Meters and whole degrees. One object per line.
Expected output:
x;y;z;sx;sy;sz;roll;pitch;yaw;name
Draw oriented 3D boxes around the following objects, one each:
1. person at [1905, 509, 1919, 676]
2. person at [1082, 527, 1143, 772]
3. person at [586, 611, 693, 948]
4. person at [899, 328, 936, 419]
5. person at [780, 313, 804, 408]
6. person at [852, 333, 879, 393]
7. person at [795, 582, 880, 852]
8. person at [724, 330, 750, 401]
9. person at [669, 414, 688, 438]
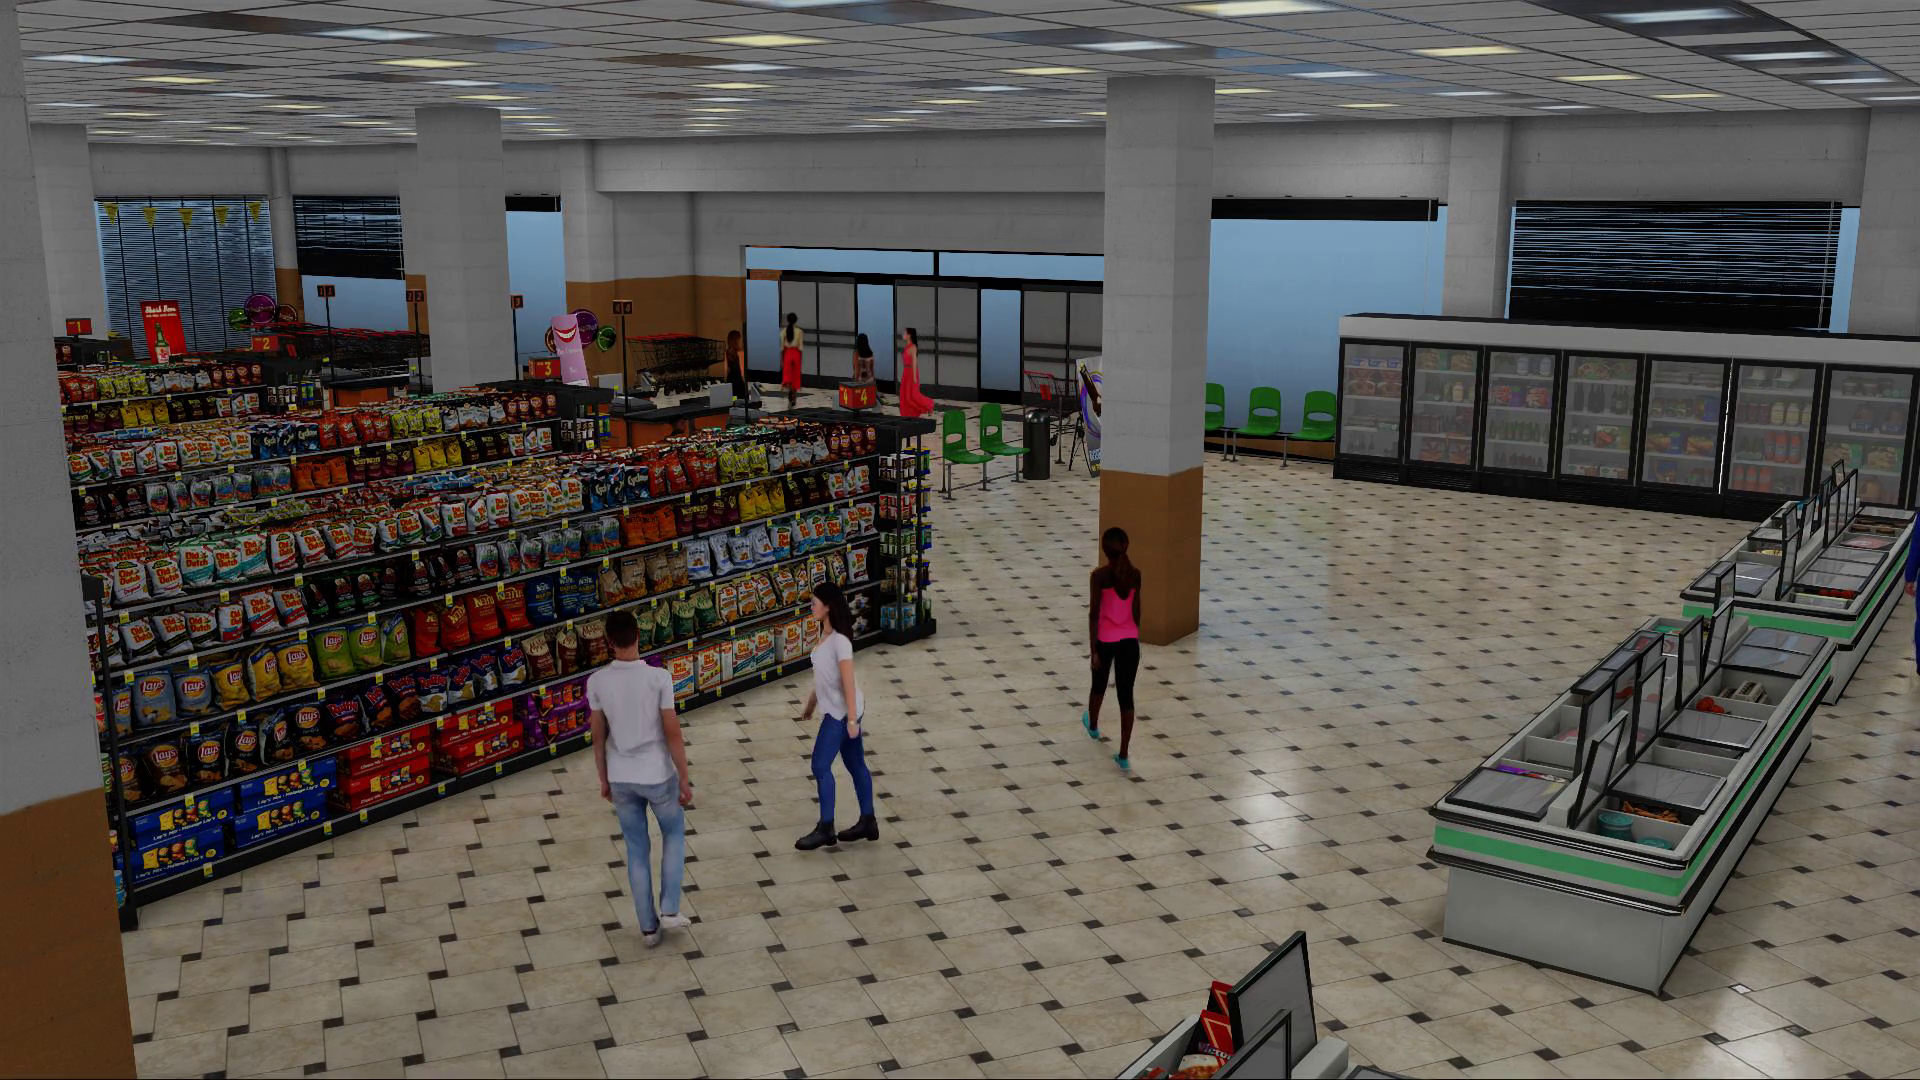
7.959;0.376;13.436;0.734;1.777;1.169;8;14;34;person
1.125;0.795;11.704;1.020;1.672;1.130;-1;12;-6;person
-1.730;1.313;8.865;0.824;1.827;0.826;2;12;9;person
-0.773;-2.792;28.650;0.963;1.707;0.846;-4;13;-20;person
-3.152;-3.340;31.086;0.923;1.776;1.023;-1;12;-4;person
-1.585;-2.673;28.352;1.138;1.597;0.921;-9;15;-37;person
-0.639;1.098;10.295;0.910;1.659;0.851;-3;12;-12;person
-3.604;-2.446;26.699;0.581;1.834;0.517;9;15;36;person
-3.633;-0.968;21.083;0.700;1.257;0.657;2;12;11;person
